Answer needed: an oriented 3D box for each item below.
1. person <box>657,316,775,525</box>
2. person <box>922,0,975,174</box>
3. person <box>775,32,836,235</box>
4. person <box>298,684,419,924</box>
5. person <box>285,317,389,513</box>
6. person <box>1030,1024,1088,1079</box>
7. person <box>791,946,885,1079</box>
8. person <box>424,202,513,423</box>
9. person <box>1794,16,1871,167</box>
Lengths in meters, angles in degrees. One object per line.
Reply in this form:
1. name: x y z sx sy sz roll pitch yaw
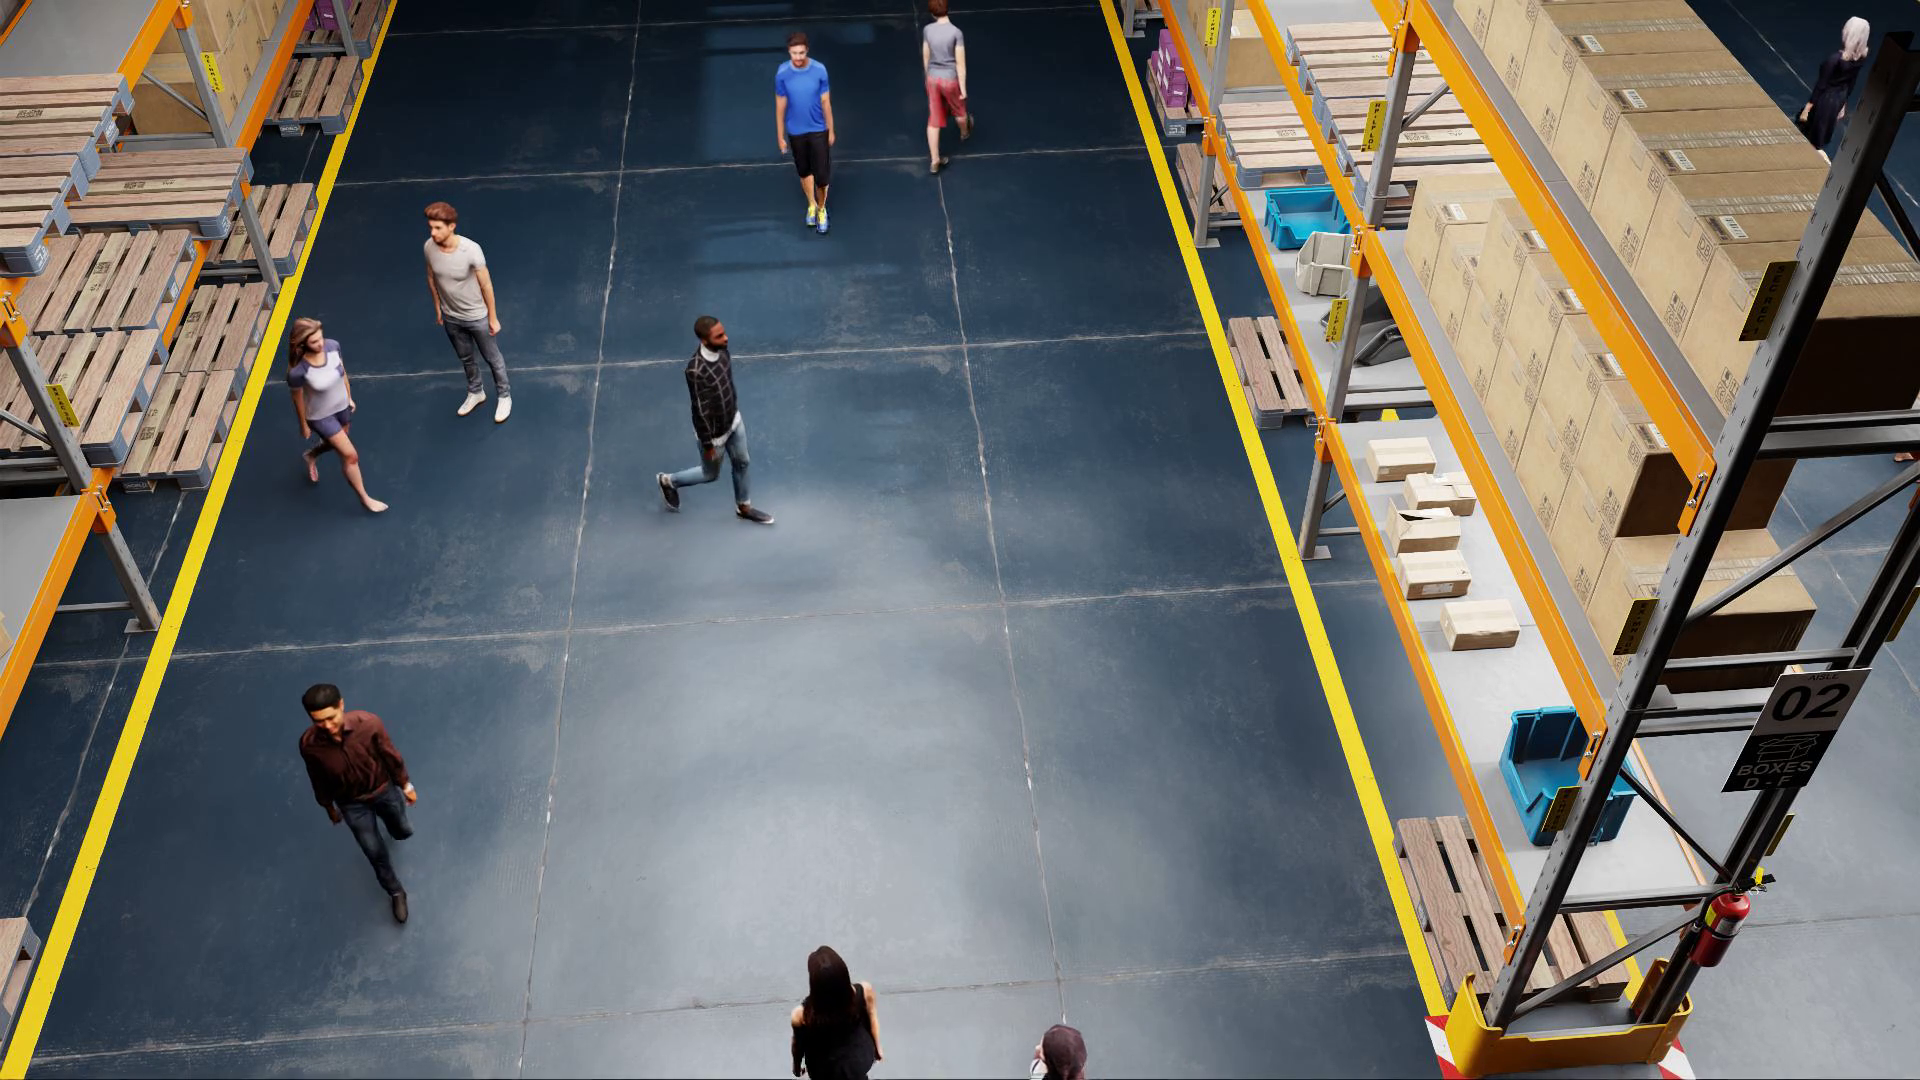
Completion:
1. person: -1.798 -0.832 11.663 1.044 1.800 1.142 15 46 15
2. person: -0.189 -4.150 15.286 0.928 1.606 1.180 16 46 16
3. person: -1.328 -3.628 14.559 0.678 1.853 0.706 2 44 2
4. person: -3.354 1.375 9.373 0.879 1.762 1.056 -19 47 -19
5. person: -4.575 -0.935 11.856 1.021 1.682 1.066 22 48 22
6. person: 0.514 2.810 7.983 0.703 1.602 0.569 5 44 6
7. person: -0.554 2.595 8.153 0.684 1.678 0.703 -18 47 -18
8. person: -3.713 -1.727 12.533 0.726 1.895 0.665 10 44 10
9. person: 7.751 -3.778 14.814 0.901 1.719 1.159 -22 48 -22
